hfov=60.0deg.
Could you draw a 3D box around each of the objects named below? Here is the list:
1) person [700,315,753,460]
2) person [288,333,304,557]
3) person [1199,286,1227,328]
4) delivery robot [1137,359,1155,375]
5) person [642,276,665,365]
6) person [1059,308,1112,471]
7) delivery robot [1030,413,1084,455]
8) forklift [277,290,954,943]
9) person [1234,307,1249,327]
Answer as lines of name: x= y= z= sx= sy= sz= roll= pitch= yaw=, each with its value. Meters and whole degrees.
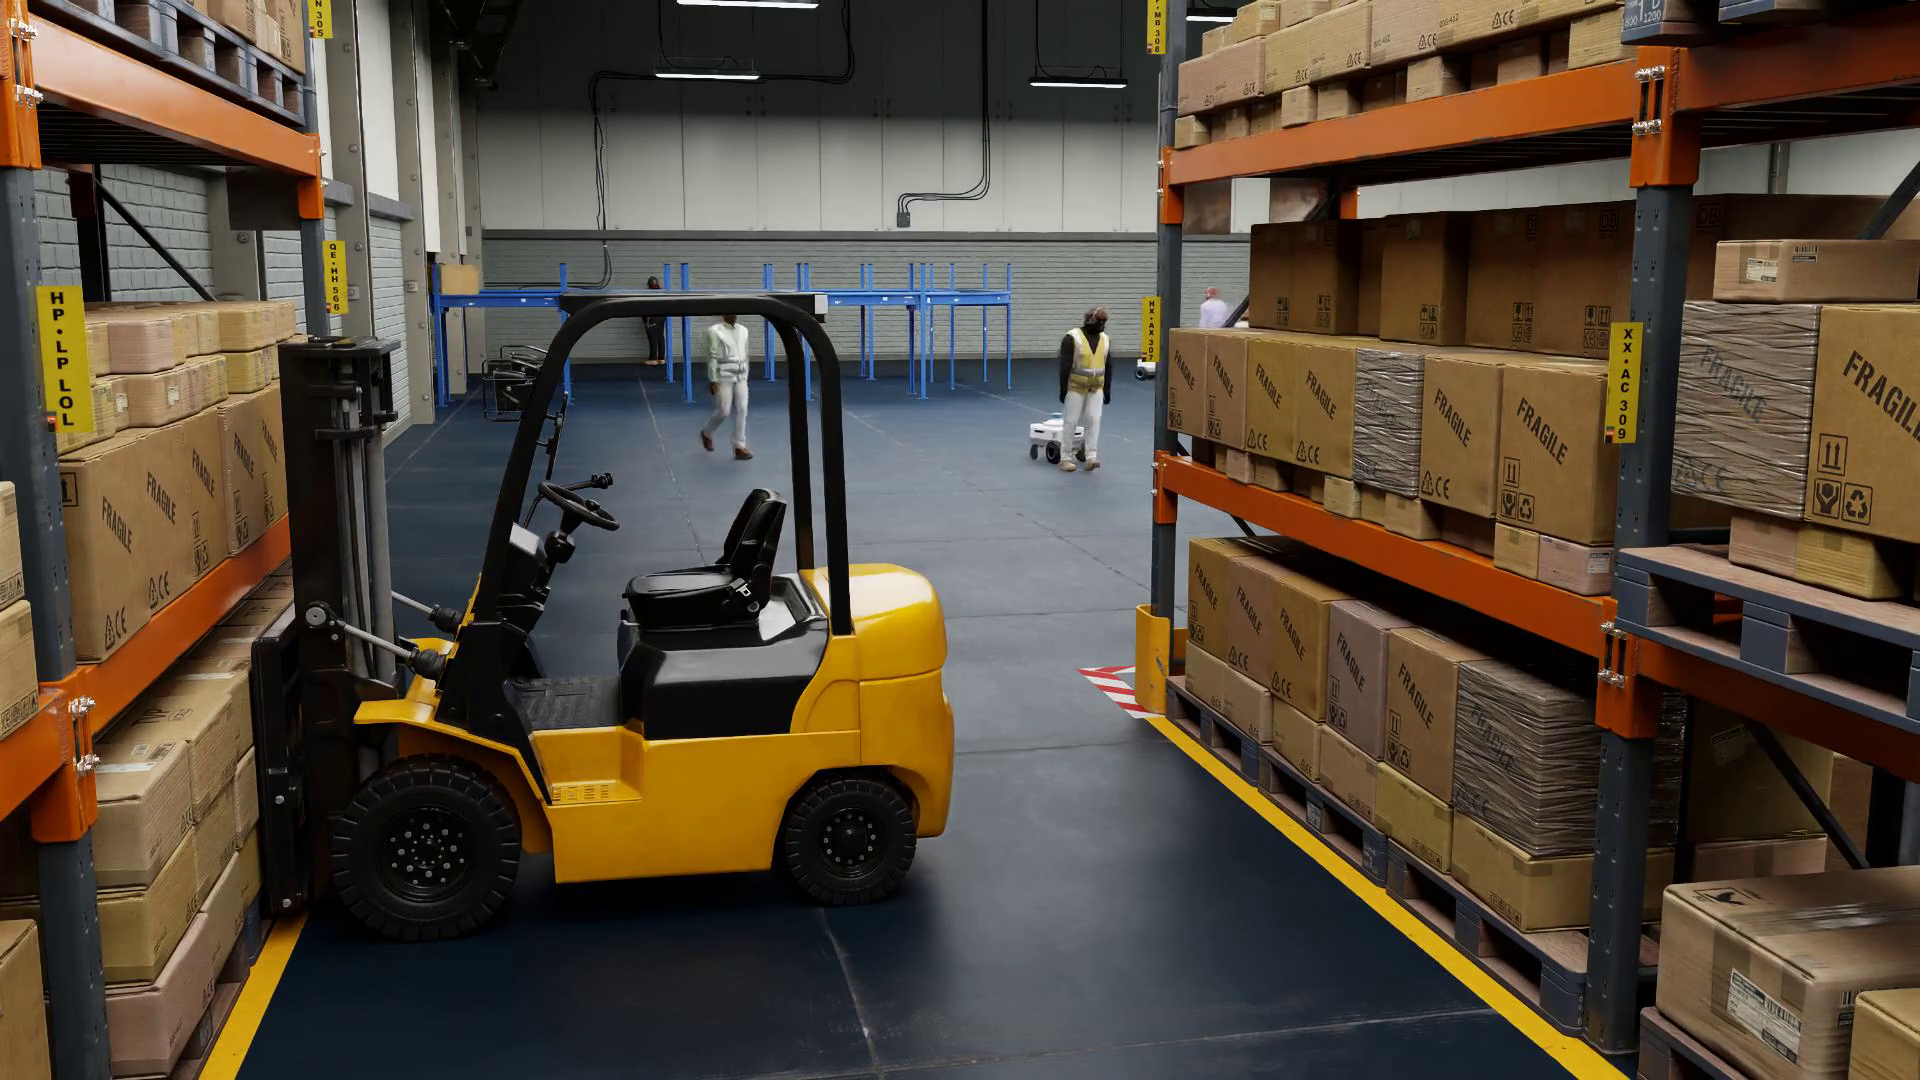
person: x=-2.762 y=-1.927 z=19.659 sx=0.694 sy=1.926 sz=0.613 roll=9 pitch=13 yaw=43
person: x=-4.134 y=-0.395 z=10.561 sx=0.564 sy=1.841 sz=0.390 roll=2 pitch=10 yaw=12
person: x=4.909 y=-3.963 z=32.154 sx=0.650 sy=1.893 sz=0.622 roll=-7 pitch=12 yaw=-36
delivery robot: x=3.930 y=-3.519 z=33.357 sx=0.707 sy=0.478 sz=0.477 roll=5 pitch=11 yaw=30
person: x=-7.139 y=-5.084 z=38.667 sx=0.538 sy=2.000 sz=0.687 roll=4 pitch=10 yaw=25
person: x=1.399 y=-1.665 z=18.413 sx=0.689 sy=1.811 sz=0.572 roll=-4 pitch=10 yaw=-23
delivery robot: x=1.132 y=-1.239 z=19.459 sx=0.477 sy=0.478 sz=0.707 roll=-6 pitch=11 yaw=-33
forklift: x=-1.179 y=0.175 z=6.143 sx=2.313 sy=2.155 sz=1.214 roll=-2 pitch=10 yaw=-12
person: x=4.703 y=-3.033 z=27.309 sx=0.525 sy=1.620 sz=0.402 roll=-3 pitch=10 yaw=-20
